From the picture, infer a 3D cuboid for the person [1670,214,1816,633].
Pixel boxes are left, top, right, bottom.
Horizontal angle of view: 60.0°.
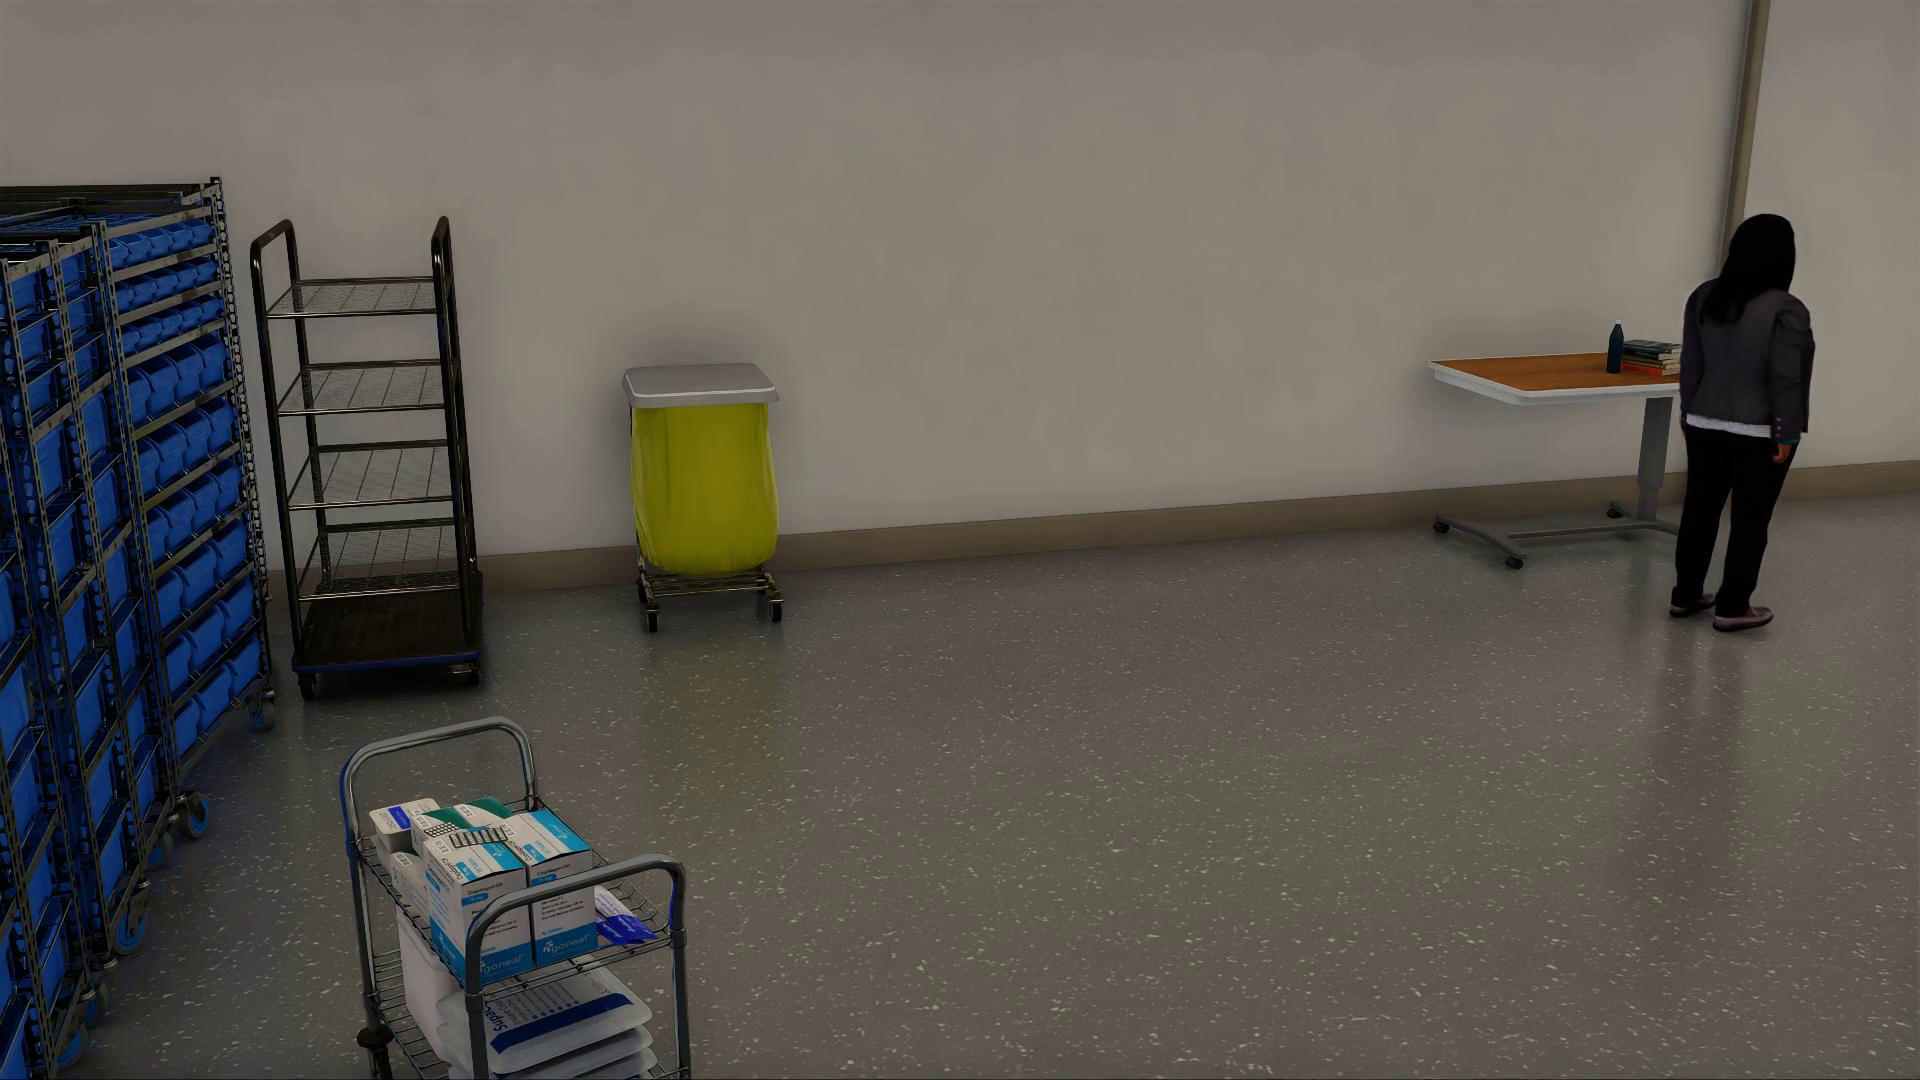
[{"bbox_3d":[3.000,-0.445,6.406,0.734,1.599,0.734,-9,18,-28],"label":"person"}]
